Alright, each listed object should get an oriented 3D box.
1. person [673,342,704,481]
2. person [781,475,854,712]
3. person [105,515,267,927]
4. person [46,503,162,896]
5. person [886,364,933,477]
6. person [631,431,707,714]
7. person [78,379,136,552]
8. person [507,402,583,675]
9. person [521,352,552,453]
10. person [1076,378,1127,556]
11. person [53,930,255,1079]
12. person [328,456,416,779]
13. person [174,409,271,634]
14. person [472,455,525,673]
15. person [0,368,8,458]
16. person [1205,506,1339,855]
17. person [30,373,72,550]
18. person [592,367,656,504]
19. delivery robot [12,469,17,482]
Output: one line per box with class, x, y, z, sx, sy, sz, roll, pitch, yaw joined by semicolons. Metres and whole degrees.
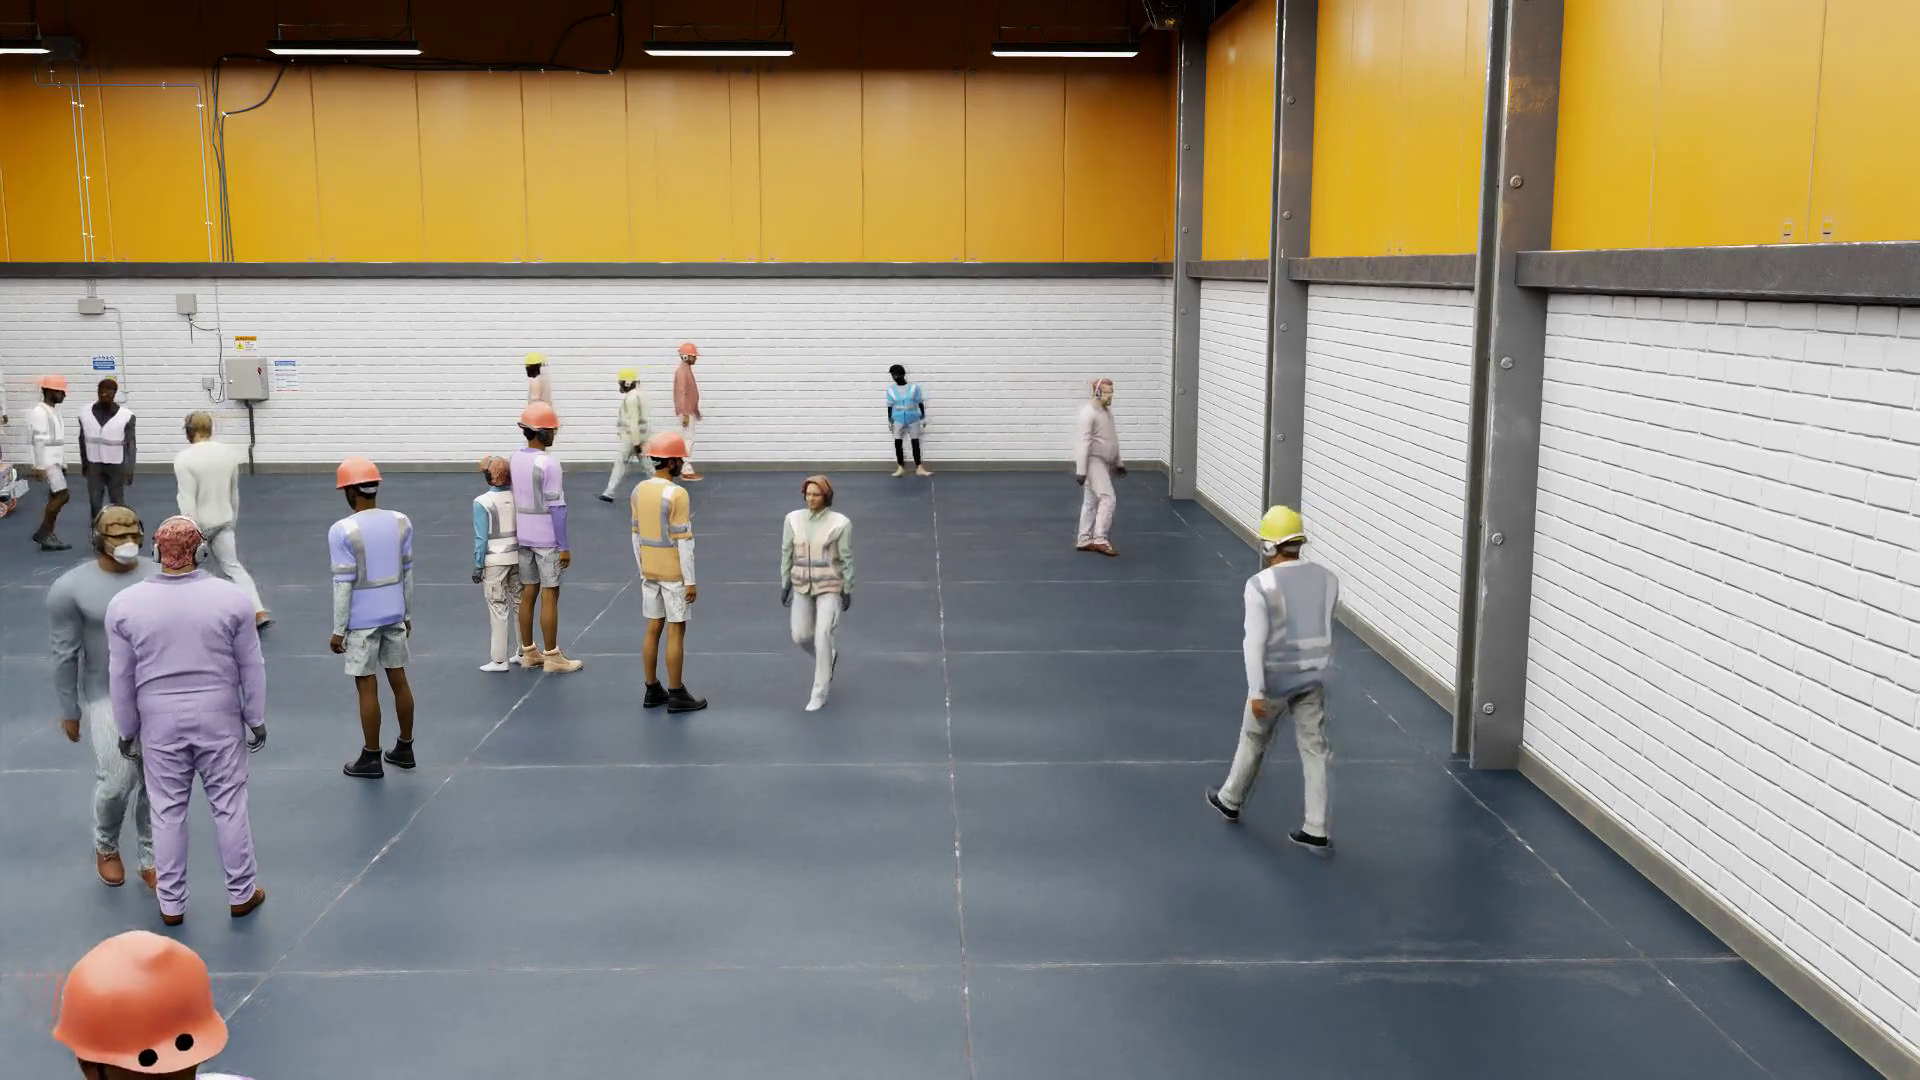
person;-3.898;-1.842;23.869;0.416;1.985;0.639;0;9;-2
person;-0.974;0.341;11.602;0.524;1.622;0.612;3;10;20
person;-3.567;0.832;7.731;0.653;1.906;0.405;-3;10;-20
person;-3.992;0.779;8.029;0.432;1.925;0.629;9;13;44
person;-0.726;-1.724;24.164;0.685;1.661;0.340;0;9;3
person;-1.994;0.216;11.416;0.553;1.935;0.361;8;12;40
person;-9.131;-0.800;17.859;0.631;1.865;0.607;-2;9;-9
person;-3.130;-0.010;12.467;0.607;2.048;0.370;7;12;38
person;-5.781;-1.613;22.711;0.421;1.910;0.617;-1;9;-5
person;1.538;-0.776;17.696;0.677;1.880;0.641;3;10;20
person;-1.462;1.597;3.000;0.612;1.919;0.553;7;12;38
person;-3.526;0.459;9.944;0.369;1.933;0.543;6;11;34
person;-6.141;-0.133;13.694;0.991;1.902;0.645;4;10;23
person;-3.453;0.182;12.537;0.310;1.639;0.514;6;11;31
person;-13.861;-1.811;23.586;0.618;2.028;0.410;-8;12;-41
person;1.691;0.708;8.838;0.606;1.787;0.892;-4;10;-22
person;-9.758;-0.831;17.906;0.446;1.910;0.577;-2;9;-12
person;-4.241;-1.337;21.432;0.947;1.785;0.593;1;9;5
delivery robot;-12.676;-0.803;21.606;0.707;0.478;0.477;-8;12;-42
